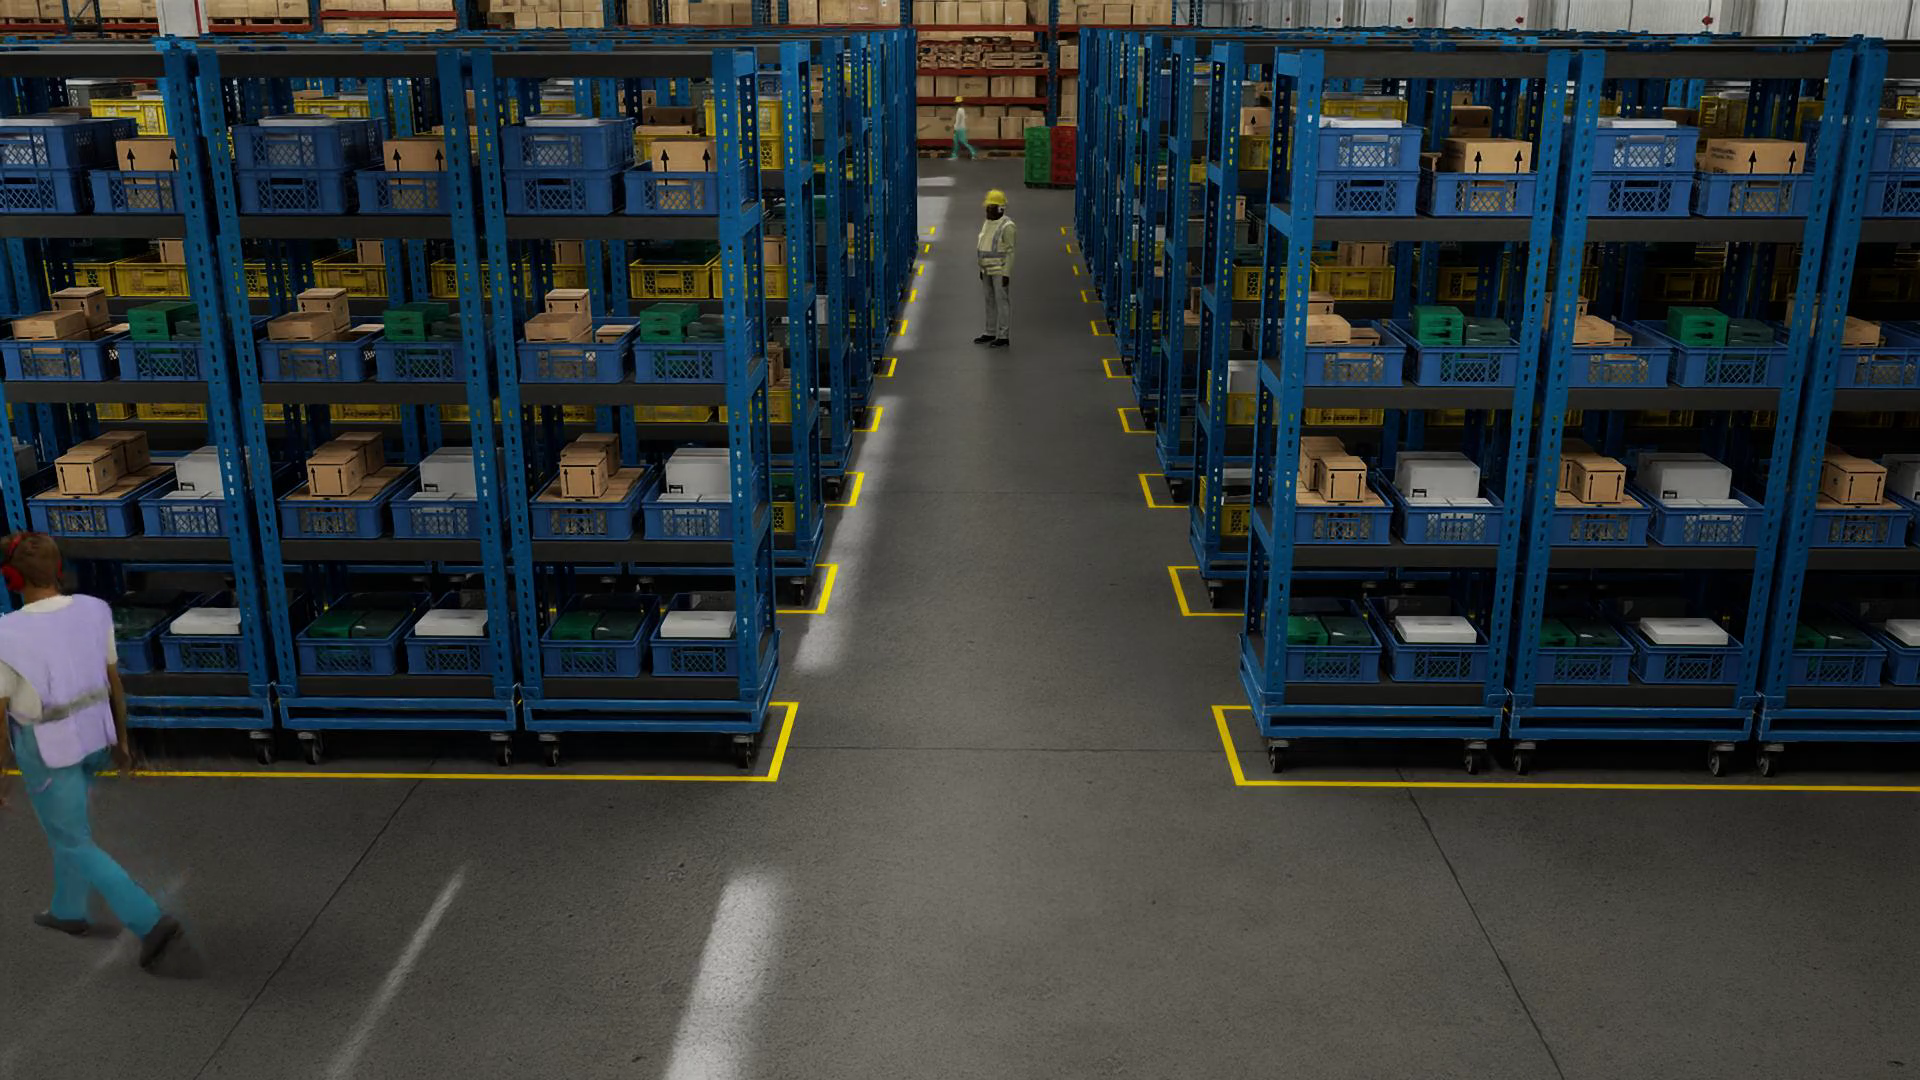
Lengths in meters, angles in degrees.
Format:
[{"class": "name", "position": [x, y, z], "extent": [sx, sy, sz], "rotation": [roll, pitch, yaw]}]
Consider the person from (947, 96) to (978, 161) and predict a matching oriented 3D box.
[{"class": "person", "position": [0.073, -11.129, 44.990], "extent": [0.828, 1.735, 0.531], "rotation": [2, 18, 7]}]

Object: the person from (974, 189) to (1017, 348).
[{"class": "person", "position": [0.405, -3.180, 19.486], "extent": [0.404, 1.837, 0.590], "rotation": [-11, 21, -32]}]

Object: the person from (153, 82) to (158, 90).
[{"class": "person", "position": [-27.091, -14.669, 56.374], "extent": [0.536, 1.680, 0.573], "rotation": [-2, 18, -6]}]

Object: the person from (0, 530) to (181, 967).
[{"class": "person", "position": [-3.562, 0.846, 6.694], "extent": [0.874, 1.819, 0.575], "rotation": [6, 18, 17]}]
